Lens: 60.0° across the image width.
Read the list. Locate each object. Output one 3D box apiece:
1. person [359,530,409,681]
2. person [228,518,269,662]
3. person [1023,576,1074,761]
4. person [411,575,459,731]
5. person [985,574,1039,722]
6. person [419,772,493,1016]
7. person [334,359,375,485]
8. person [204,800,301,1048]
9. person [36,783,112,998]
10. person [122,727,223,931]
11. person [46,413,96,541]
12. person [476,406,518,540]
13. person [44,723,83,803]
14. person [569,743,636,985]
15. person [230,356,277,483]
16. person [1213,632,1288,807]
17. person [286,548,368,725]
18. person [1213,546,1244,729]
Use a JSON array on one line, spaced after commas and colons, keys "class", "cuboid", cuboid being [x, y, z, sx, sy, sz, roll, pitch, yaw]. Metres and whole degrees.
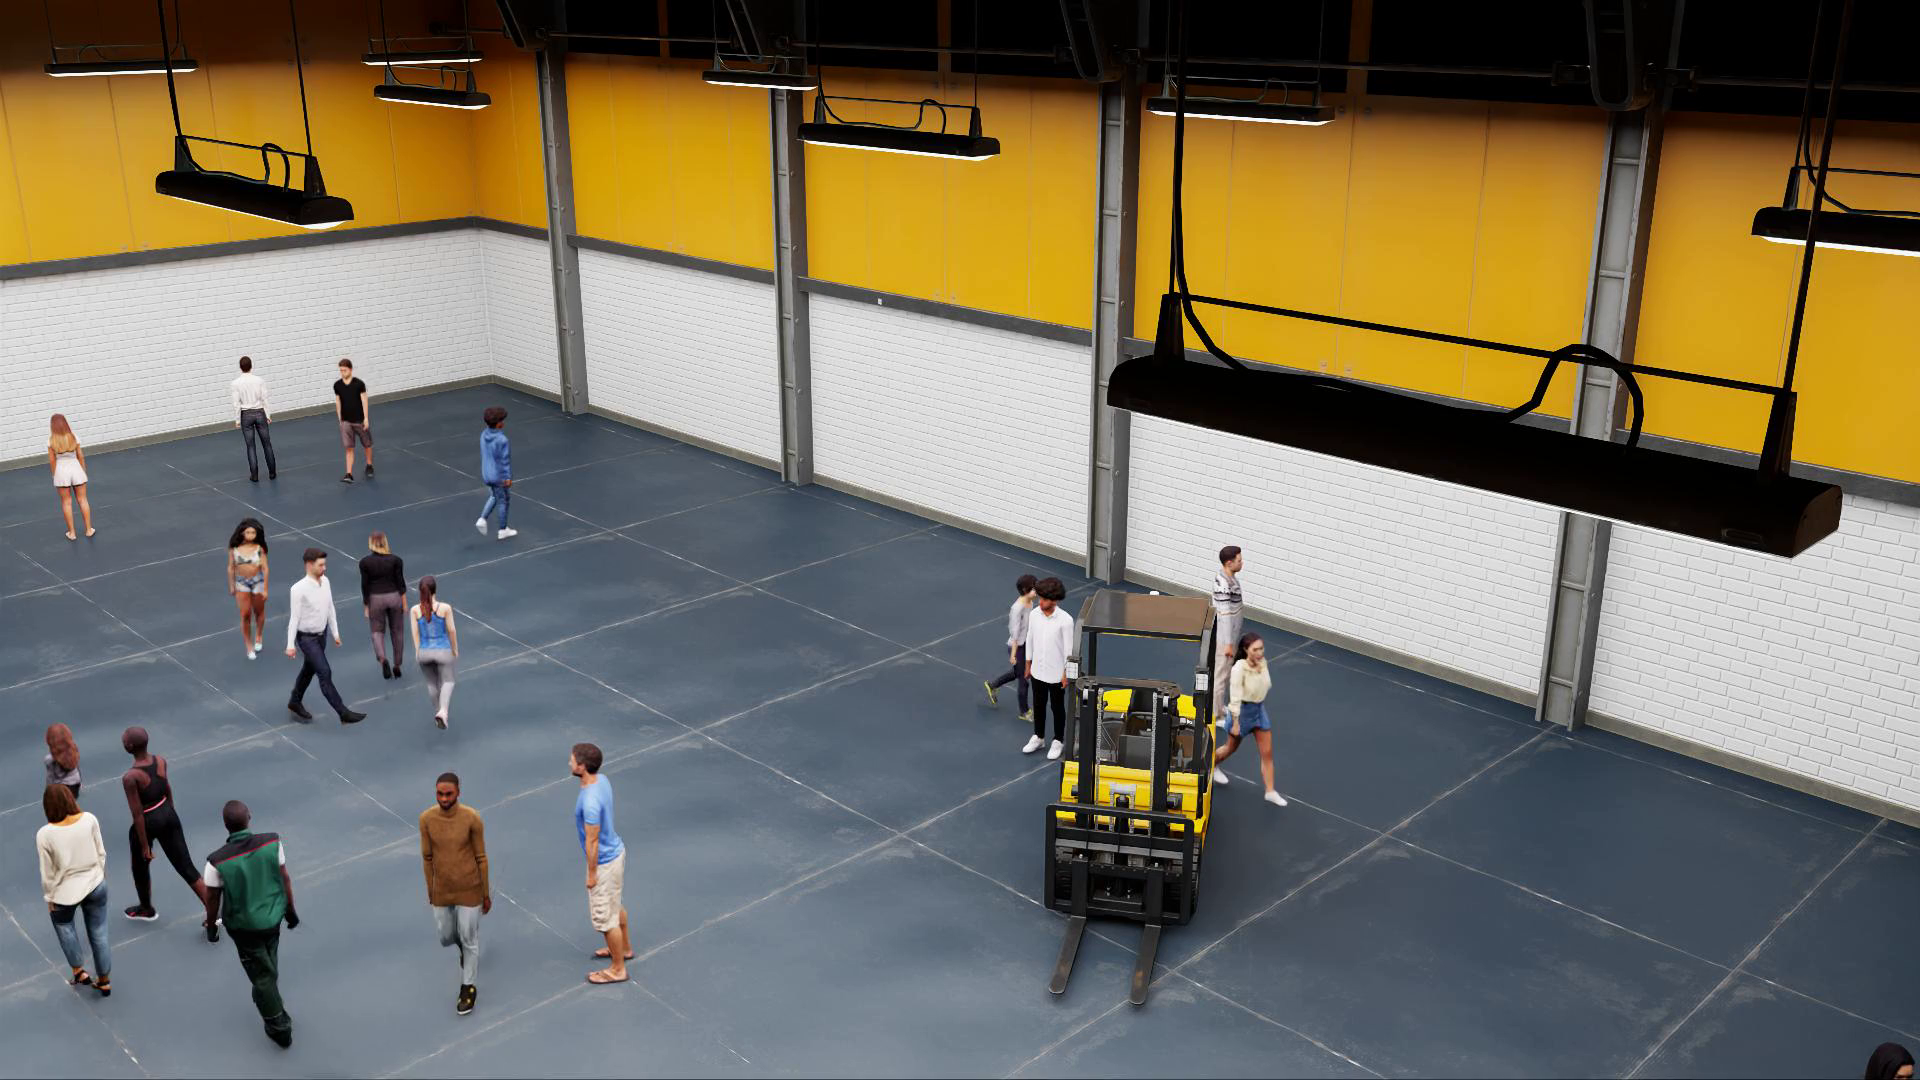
[{"class": "person", "cuboid": [-6.014, 0.737, 17.437, 0.791, 1.659, 0.902, -6, 20, -17]}, {"class": "person", "cuboid": [-7.782, 0.513, 18.226, 0.777, 1.580, 0.882, -3, 19, -7]}, {"class": "person", "cuboid": [0.852, 1.200, 15.830, 0.560, 1.807, 0.739, 11, 22, 30]}, {"class": "person", "cuboid": [-5.162, 1.145, 16.328, 0.854, 1.593, 0.976, -3, 19, -10]}, {"class": "person", "cuboid": [0.536, 1.059, 16.684, 0.976, 1.530, 0.752, 9, 21, 25]}, {"class": "person", "cuboid": [-3.604, 2.487, 12.015, 0.950, 1.802, 1.021, -1, 19, -2]}, {"class": "person", "cuboid": [-8.922, -1.779, 24.668, 1.181, 1.812, 1.241, 0, 19, 0]}, {"class": "person", "cuboid": [-4.811, 2.673, 11.444, 0.697, 1.815, 0.943, -18, 25, -42]}, {"class": "person", "cuboid": [-6.347, 2.557, 12.015, 0.629, 1.670, 0.612, -16, 24, -39]}, {"class": "person", "cuboid": [-6.102, 2.267, 12.801, 1.298, 1.718, 0.962, 8, 20, 22]}, {"class": "person", "cuboid": [-11.842, -0.855, 22.104, 0.620, 1.697, 0.627, -11, 21, -29]}, {"class": "person", "cuboid": [-6.185, -0.856, 21.958, 0.754, 1.793, 0.804, 13, 22, 33]}, {"class": "person", "cuboid": [-7.647, 2.099, 14.273, 0.717, 1.097, 0.617, 6, 20, 18]}, {"class": "person", "cuboid": [-2.627, 2.363, 12.301, 0.808, 1.854, 0.745, 0, 19, -1]}, {"class": "person", "cuboid": [-10.466, -1.799, 24.636, 0.707, 1.871, 0.638, -10, 21, -28]}, {"class": "person", "cuboid": [2.528, 1.583, 15.037, 0.685, 1.587, 1.134, -17, 25, -41]}, {"class": "person", "cuboid": [-6.503, 0.960, 16.522, 1.325, 1.819, 1.044, 7, 20, 20]}, {"class": "person", "cuboid": [2.627, 0.933, 16.537, 0.802, 1.862, 0.762, 1, 19, 4]}]
